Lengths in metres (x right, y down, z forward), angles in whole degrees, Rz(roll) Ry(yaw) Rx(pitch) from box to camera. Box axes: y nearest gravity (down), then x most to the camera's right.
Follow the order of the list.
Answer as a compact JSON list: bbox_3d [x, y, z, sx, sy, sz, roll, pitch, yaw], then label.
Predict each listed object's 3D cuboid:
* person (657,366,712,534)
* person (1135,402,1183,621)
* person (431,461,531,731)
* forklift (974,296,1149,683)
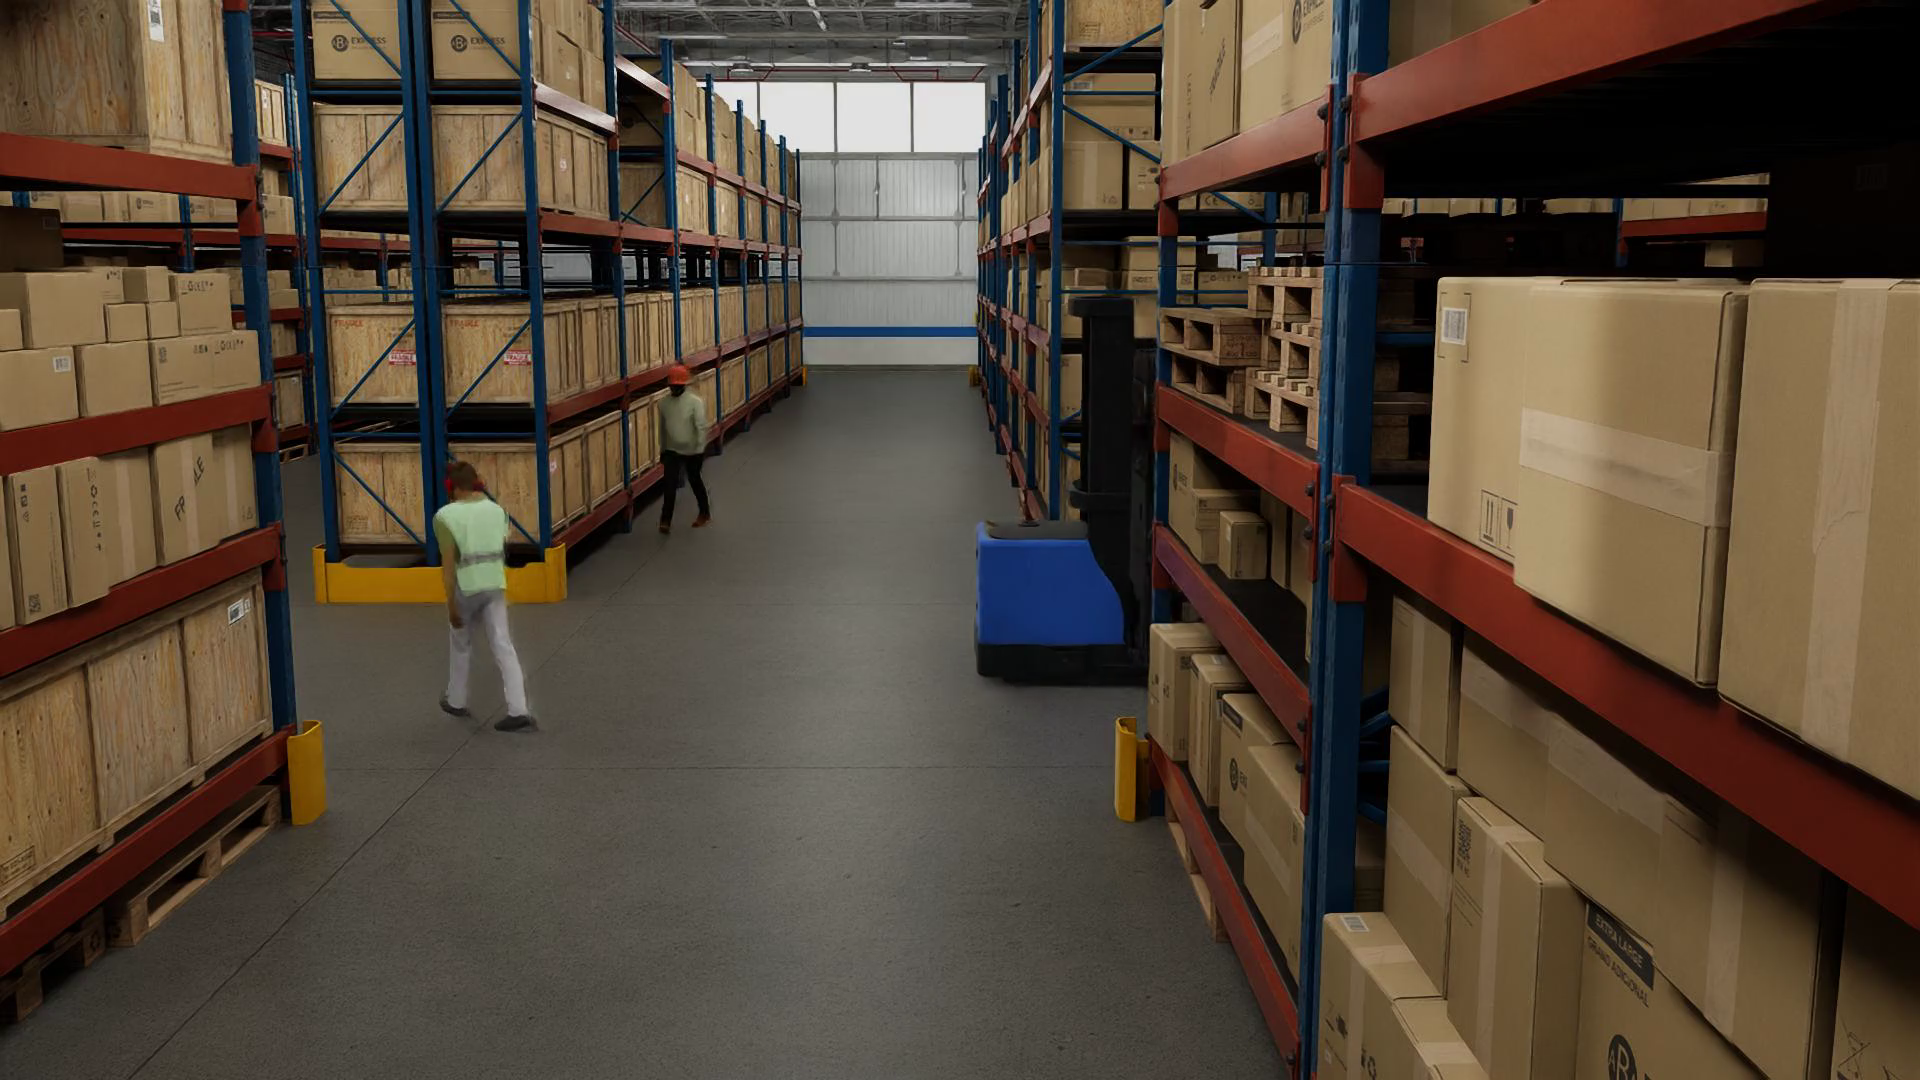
[{"bbox_3d":[-3.202,-1.046,19.182,0.660,1.933,1.054,3,10,15],"label":"person"},{"bbox_3d":[1.370,-0.084,13.068,1.000,1.994,0.633,1,9,8],"label":"person"},{"bbox_3d":[-3.194,0.370,11.031,0.995,1.773,0.562,8,12,42],"label":"person"},{"bbox_3d":[1.055,-0.413,12.390,1.873,2.768,1.129,0,9,-1],"label":"forklift"}]
